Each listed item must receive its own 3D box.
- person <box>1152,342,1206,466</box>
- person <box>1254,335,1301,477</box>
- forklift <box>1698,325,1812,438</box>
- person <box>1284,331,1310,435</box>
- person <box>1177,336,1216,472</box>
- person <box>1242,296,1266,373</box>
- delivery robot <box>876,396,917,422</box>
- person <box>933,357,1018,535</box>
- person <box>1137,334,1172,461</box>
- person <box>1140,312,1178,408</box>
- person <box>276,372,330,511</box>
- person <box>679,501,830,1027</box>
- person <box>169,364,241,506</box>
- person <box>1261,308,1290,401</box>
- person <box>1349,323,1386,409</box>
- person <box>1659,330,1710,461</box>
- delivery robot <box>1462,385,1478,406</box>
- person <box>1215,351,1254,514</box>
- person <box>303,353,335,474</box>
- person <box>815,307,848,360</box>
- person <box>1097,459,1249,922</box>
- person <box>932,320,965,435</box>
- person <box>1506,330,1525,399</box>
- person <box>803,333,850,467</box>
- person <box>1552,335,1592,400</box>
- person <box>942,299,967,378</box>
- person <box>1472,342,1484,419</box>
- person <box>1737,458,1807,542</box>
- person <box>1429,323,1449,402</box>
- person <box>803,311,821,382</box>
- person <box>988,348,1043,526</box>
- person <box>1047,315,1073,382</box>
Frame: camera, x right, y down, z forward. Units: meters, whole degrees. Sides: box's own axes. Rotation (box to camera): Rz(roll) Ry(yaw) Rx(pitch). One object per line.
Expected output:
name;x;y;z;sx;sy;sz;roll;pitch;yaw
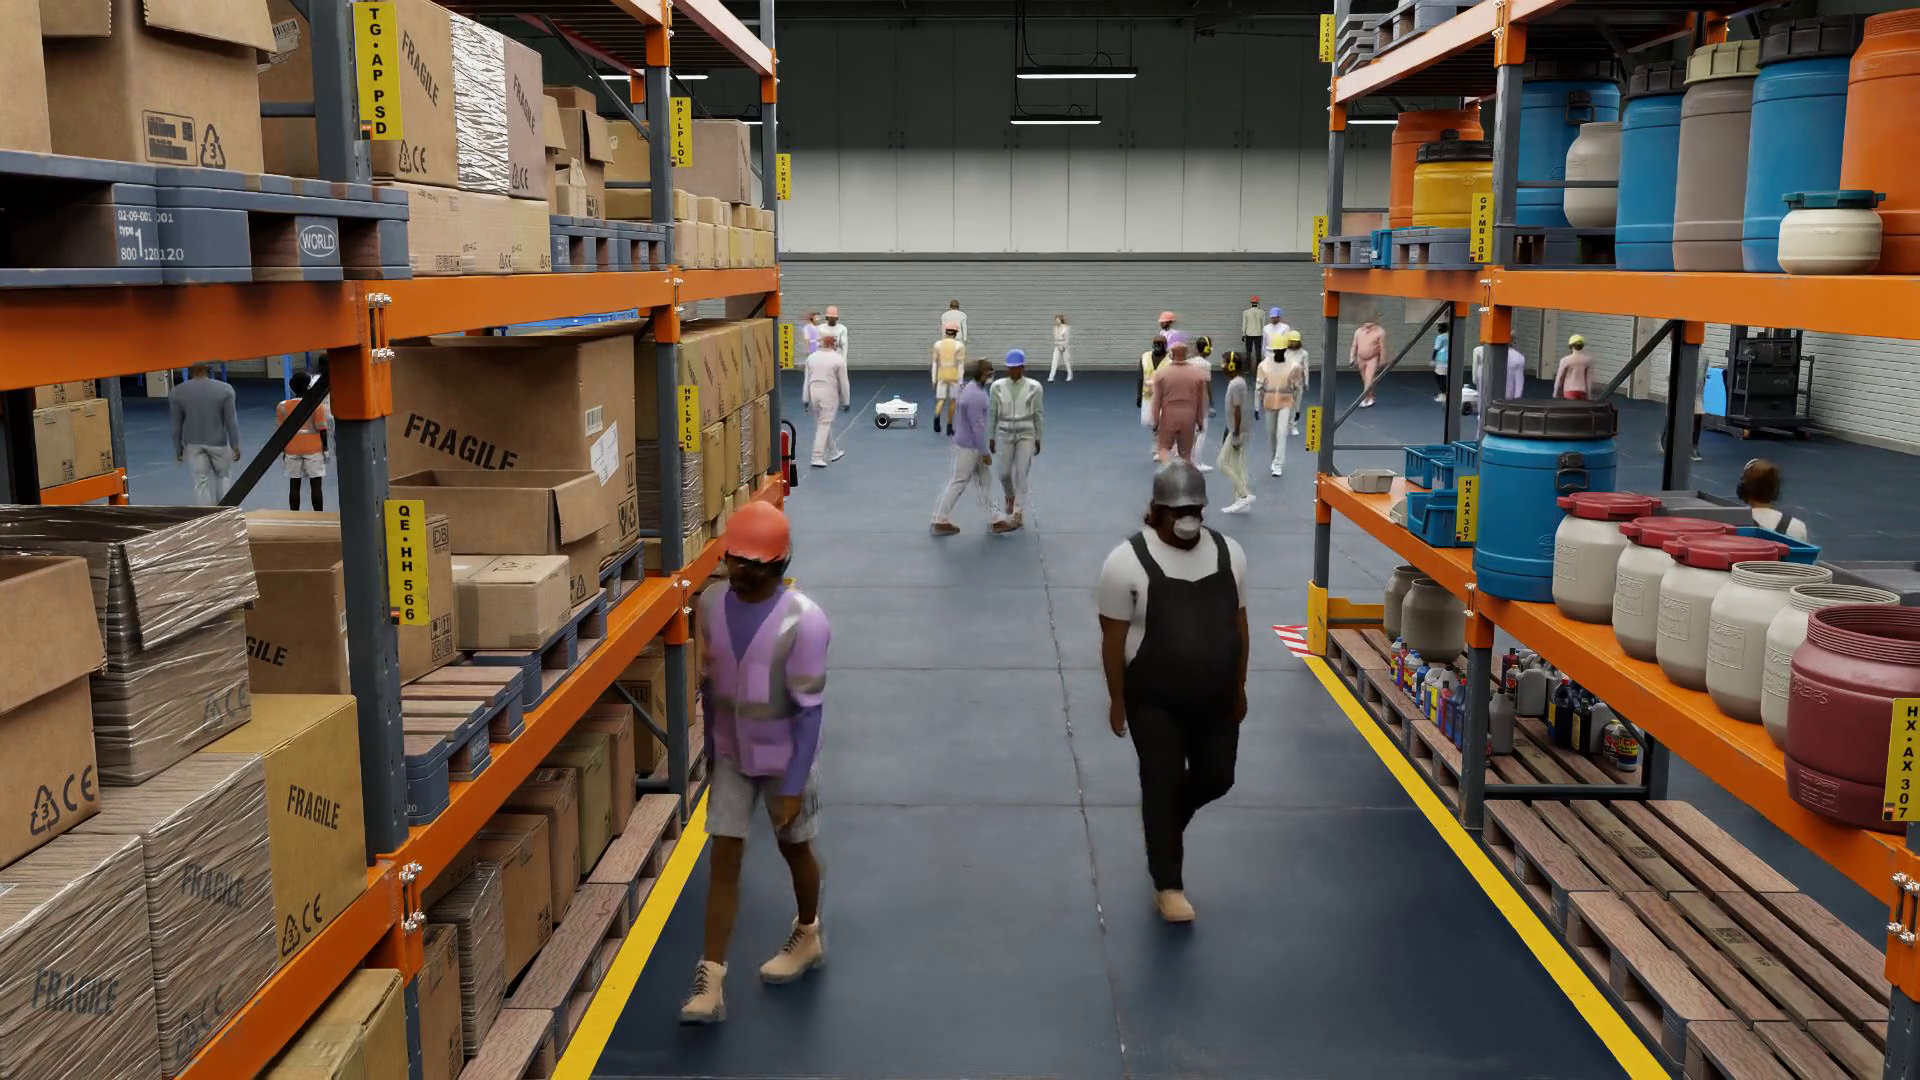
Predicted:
person;2.662;-1.467;20.266;0.670;1.893;0.589;0;9;-2
person;4.320;-1.849;22.598;0.601;1.888;0.968;3;10;18
forklift;13.248;-3.165;27.620;1.129;2.768;1.873;0;9;1
person;5.527;-2.595;27.543;0.496;1.728;0.478;0;9;-2
person;3.287;-1.858;22.747;0.419;1.853;0.511;-3;10;-19
person;7.589;-5.306;42.960;0.622;1.994;0.381;0;9;1
delivery robot;-1.098;-2.263;28.887;0.707;0.478;0.477;0;10;1
person;0.138;-0.977;17.410;0.916;1.878;0.639;2;10;11
person;2.887;-2.071;24.088;0.645;1.826;0.510;5;11;27
person;3.832;-3.367;31.616;0.902;1.900;0.575;-5;11;-27
person;-6.972;-0.938;17.694;0.541;1.696;0.316;0;9;1
person;-0.774;0.822;6.276;0.633;1.983;0.970;5;11;26
person;-7.846;-0.991;17.338;0.662;1.917;0.698;-3;10;-17
person;6.427;-3.788;34.119;0.609;1.917;0.849;6;11;31
person;8.077;-3.553;32.901;0.648;1.859;1.006;8;12;39
person;10.601;-2.158;24.279;0.590;1.945;0.824;-1;10;-6
delivery robot;9.577;-2.698;31.492;0.707;0.478;0.477;-6;11;-33
person;3.111;-1.212;18.878;0.409;1.859;0.504;3;10;18
person;-8.481;-1.674;22.244;0.906;1.650;0.529;5;11;28
person;-2.471;-3.510;32.205;0.603;1.990;0.970;-2;10;-13
person;0.946;0.634;7.376;0.691;2.000;0.704;-3;10;-16
person;-0.207;-2.676;27.490;0.560;1.907;0.685;3;10;18
person;7.877;-2.113;24.204;0.638;1.876;0.906;8;12;39
person;-1.840;-1.976;23.444;0.656;1.850;0.993;6;11;30
person;9.409;-2.289;25.647;0.551;1.732;0.779;-2;10;-10
person;-0.136;-4.966;41.094;0.636;1.939;0.363;0;9;1
person;9.542;-2.974;30.133;0.510;1.610;0.684;2;10;11
person;4.316;0.447;9.112;0.524;1.799;0.951;0;9;-3
person;9.818;-3.658;34.018;0.503;1.679;0.540;7;12;36
person;-3.011;-3.927;35.239;0.921;1.805;0.586;9;13;43
person;0.613;-1.144;18.244;0.611;1.930;0.587;2;10;10
person;2.437;-4.605;39.973;0.513;1.597;0.845;7;12;37
